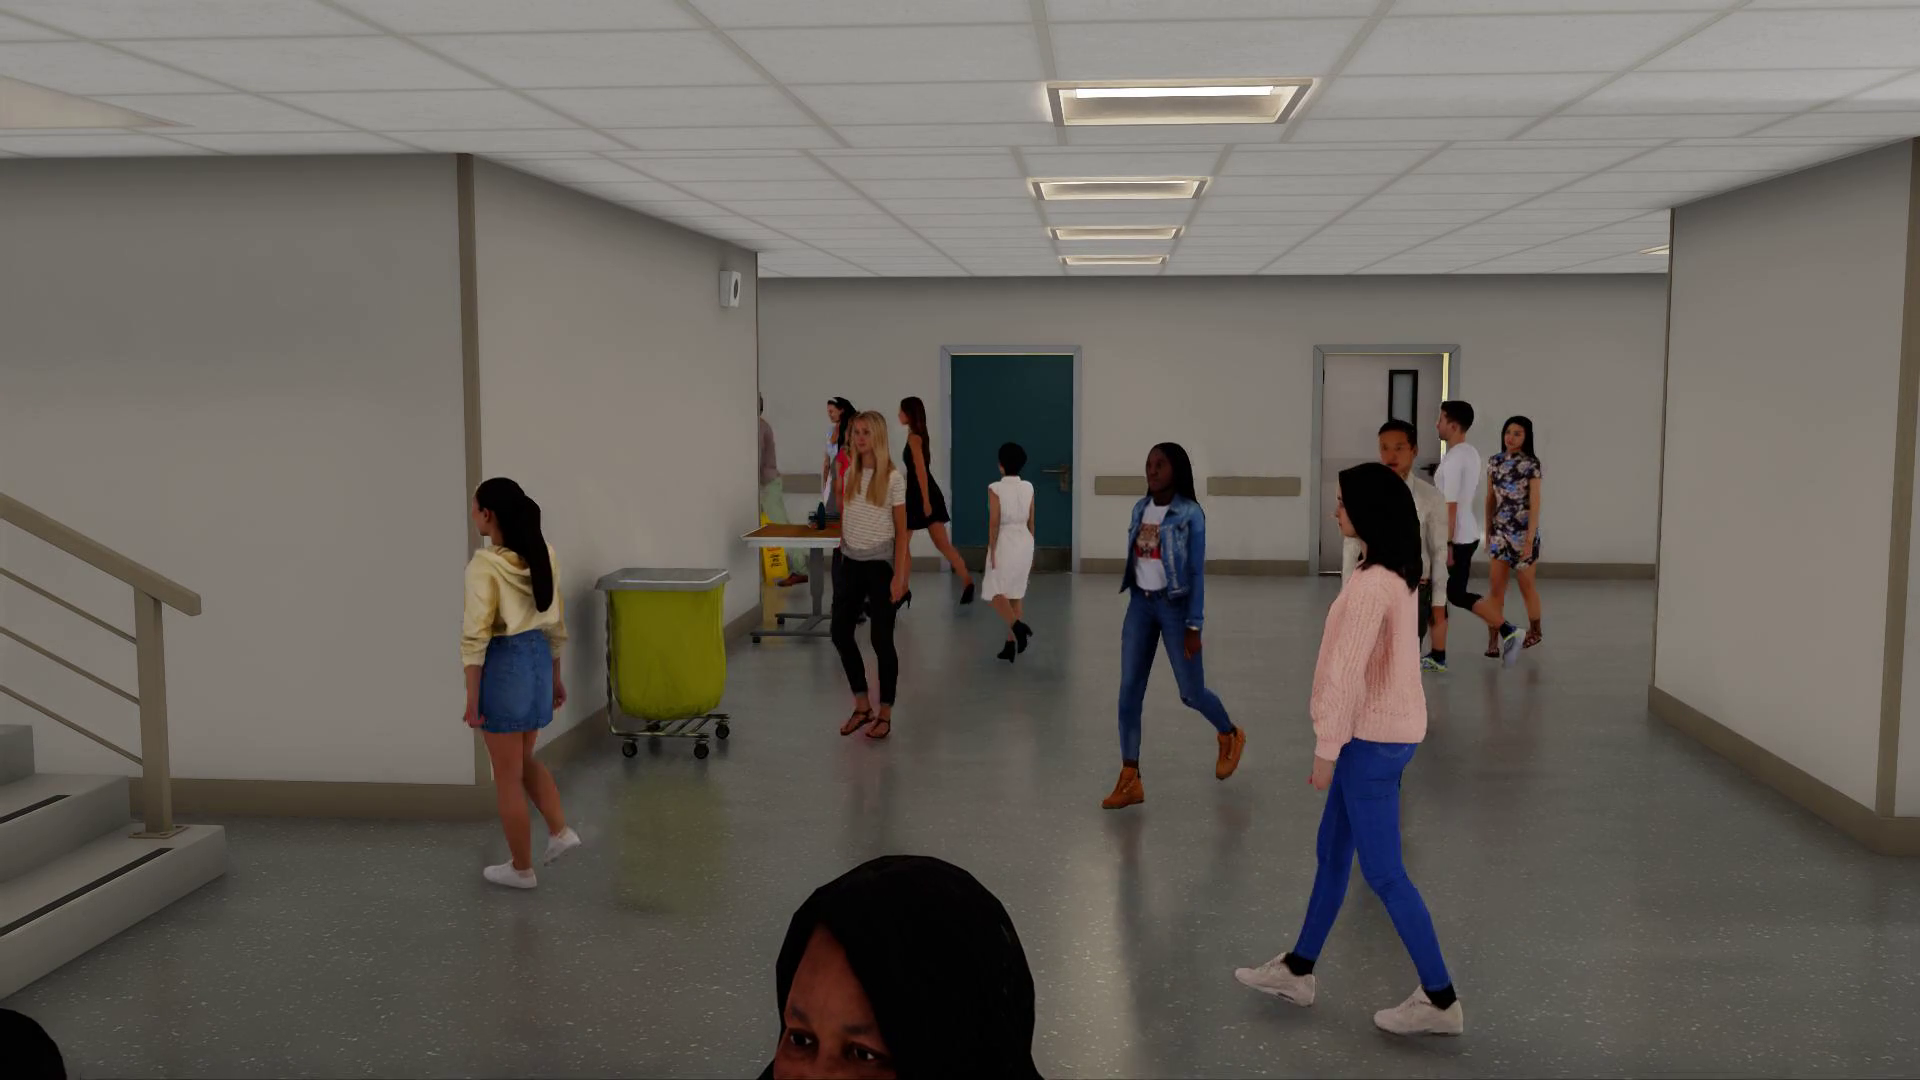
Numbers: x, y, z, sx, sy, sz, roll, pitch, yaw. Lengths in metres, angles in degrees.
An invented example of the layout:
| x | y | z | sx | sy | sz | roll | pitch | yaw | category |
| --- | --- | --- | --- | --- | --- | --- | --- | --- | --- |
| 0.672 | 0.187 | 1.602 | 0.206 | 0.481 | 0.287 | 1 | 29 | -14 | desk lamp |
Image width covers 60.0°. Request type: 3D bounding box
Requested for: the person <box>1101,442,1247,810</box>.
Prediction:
| x | y | z | sx | sy | sz | roll | pitch | yaw | category |
| --- | --- | --- | --- | --- | --- | --- | --- | --- | --- |
| 1.031 | 0.407 | 7.817 | 1.143 | 1.680 | 1.127 | -6 | 8 | -44 | person |

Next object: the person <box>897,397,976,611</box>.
| x | y | z | sx | sy | sz | roll | pitch | yaw | category |
| --- | --- | --- | --- | --- | --- | --- | --- | --- | --- |
| -0.233 | -0.267 | 13.961 | 0.982 | 1.792 | 0.633 | 1 | 6 | 11 | person |

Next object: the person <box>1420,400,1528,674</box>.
| x | y | z | sx | sy | sz | roll | pitch | yaw | category |
| --- | --- | --- | --- | --- | --- | --- | --- | --- | --- |
| 3.395 | 0.001 | 11.107 | 1.151 | 1.830 | 0.988 | 4 | 7 | 34 | person |

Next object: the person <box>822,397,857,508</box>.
| x | y | z | sx | sy | sz | roll | pitch | yaw | category |
| --- | --- | --- | --- | --- | --- | --- | --- | --- | --- |
| -1.020 | -0.422 | 15.520 | 0.919 | 1.789 | 0.949 | 4 | 7 | 38 | person |

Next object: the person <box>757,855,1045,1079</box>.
| x | y | z | sx | sy | sz | roll | pitch | yaw | category |
| --- | --- | --- | --- | --- | --- | --- | --- | --- | --- |
| -0.058 | 1.072 | 1.521 | 0.652 | 1.617 | 0.775 | 2 | 6 | 21 | person |

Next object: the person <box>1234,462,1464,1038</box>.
| x | y | z | sx | sy | sz | roll | pitch | yaw | category |
| --- | --- | --- | --- | --- | --- | --- | --- | --- | --- |
| 1.316 | 0.659 | 5.023 | 1.086 | 1.738 | 0.905 | 3 | 7 | 29 | person |

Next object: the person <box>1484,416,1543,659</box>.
| x | y | z | sx | sy | sz | roll | pitch | yaw | category |
| --- | --- | --- | --- | --- | --- | --- | --- | --- | --- |
| 3.966 | -0.001 | 11.811 | 1.081 | 1.693 | 1.092 | -5 | 7 | -40 | person |

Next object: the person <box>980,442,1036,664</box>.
| x | y | z | sx | sy | sz | roll | pitch | yaw | category |
| --- | --- | --- | --- | --- | --- | --- | --- | --- | --- |
| 0.383 | 0.105 | 11.507 | 0.824 | 1.543 | 0.848 | -3 | 7 | -29 | person |

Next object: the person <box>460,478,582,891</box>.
| x | y | z | sx | sy | sz | roll | pitch | yaw | category |
| --- | --- | --- | --- | --- | --- | --- | --- | --- | --- |
| -1.672 | 0.571 | 6.484 | 0.798 | 1.622 | 0.766 | 3 | 7 | 31 | person |

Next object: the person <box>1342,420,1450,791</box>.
| x | y | z | sx | sy | sz | roll | pitch | yaw | category |
| --- | --- | --- | --- | --- | --- | --- | --- | --- | --- |
| 2.140 | 0.316 | 8.198 | 1.051 | 1.785 | 0.937 | 3 | 6 | 23 | person |

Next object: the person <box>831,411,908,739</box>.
| x | y | z | sx | sy | sz | roll | pitch | yaw | category |
| --- | --- | --- | --- | --- | --- | --- | --- | --- | --- |
| -0.440 | 0.191 | 9.301 | 0.690 | 1.812 | 0.792 | 3 | 7 | 29 | person |

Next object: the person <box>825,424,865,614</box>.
| x | y | z | sx | sy | sz | roll | pitch | yaw | category |
| --- | --- | --- | --- | --- | --- | --- | --- | --- | --- |
| -0.975 | -0.196 | 14.163 | 0.693 | 1.609 | 0.667 | 1 | 6 | 12 | person |

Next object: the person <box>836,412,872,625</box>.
| x | y | z | sx | sy | sz | roll | pitch | yaw | category |
| --- | --- | --- | --- | --- | --- | --- | --- | --- | --- |
| -0.804 | -0.178 | 13.447 | 0.552 | 1.718 | 0.667 | 1 | 6 | 7 | person |
